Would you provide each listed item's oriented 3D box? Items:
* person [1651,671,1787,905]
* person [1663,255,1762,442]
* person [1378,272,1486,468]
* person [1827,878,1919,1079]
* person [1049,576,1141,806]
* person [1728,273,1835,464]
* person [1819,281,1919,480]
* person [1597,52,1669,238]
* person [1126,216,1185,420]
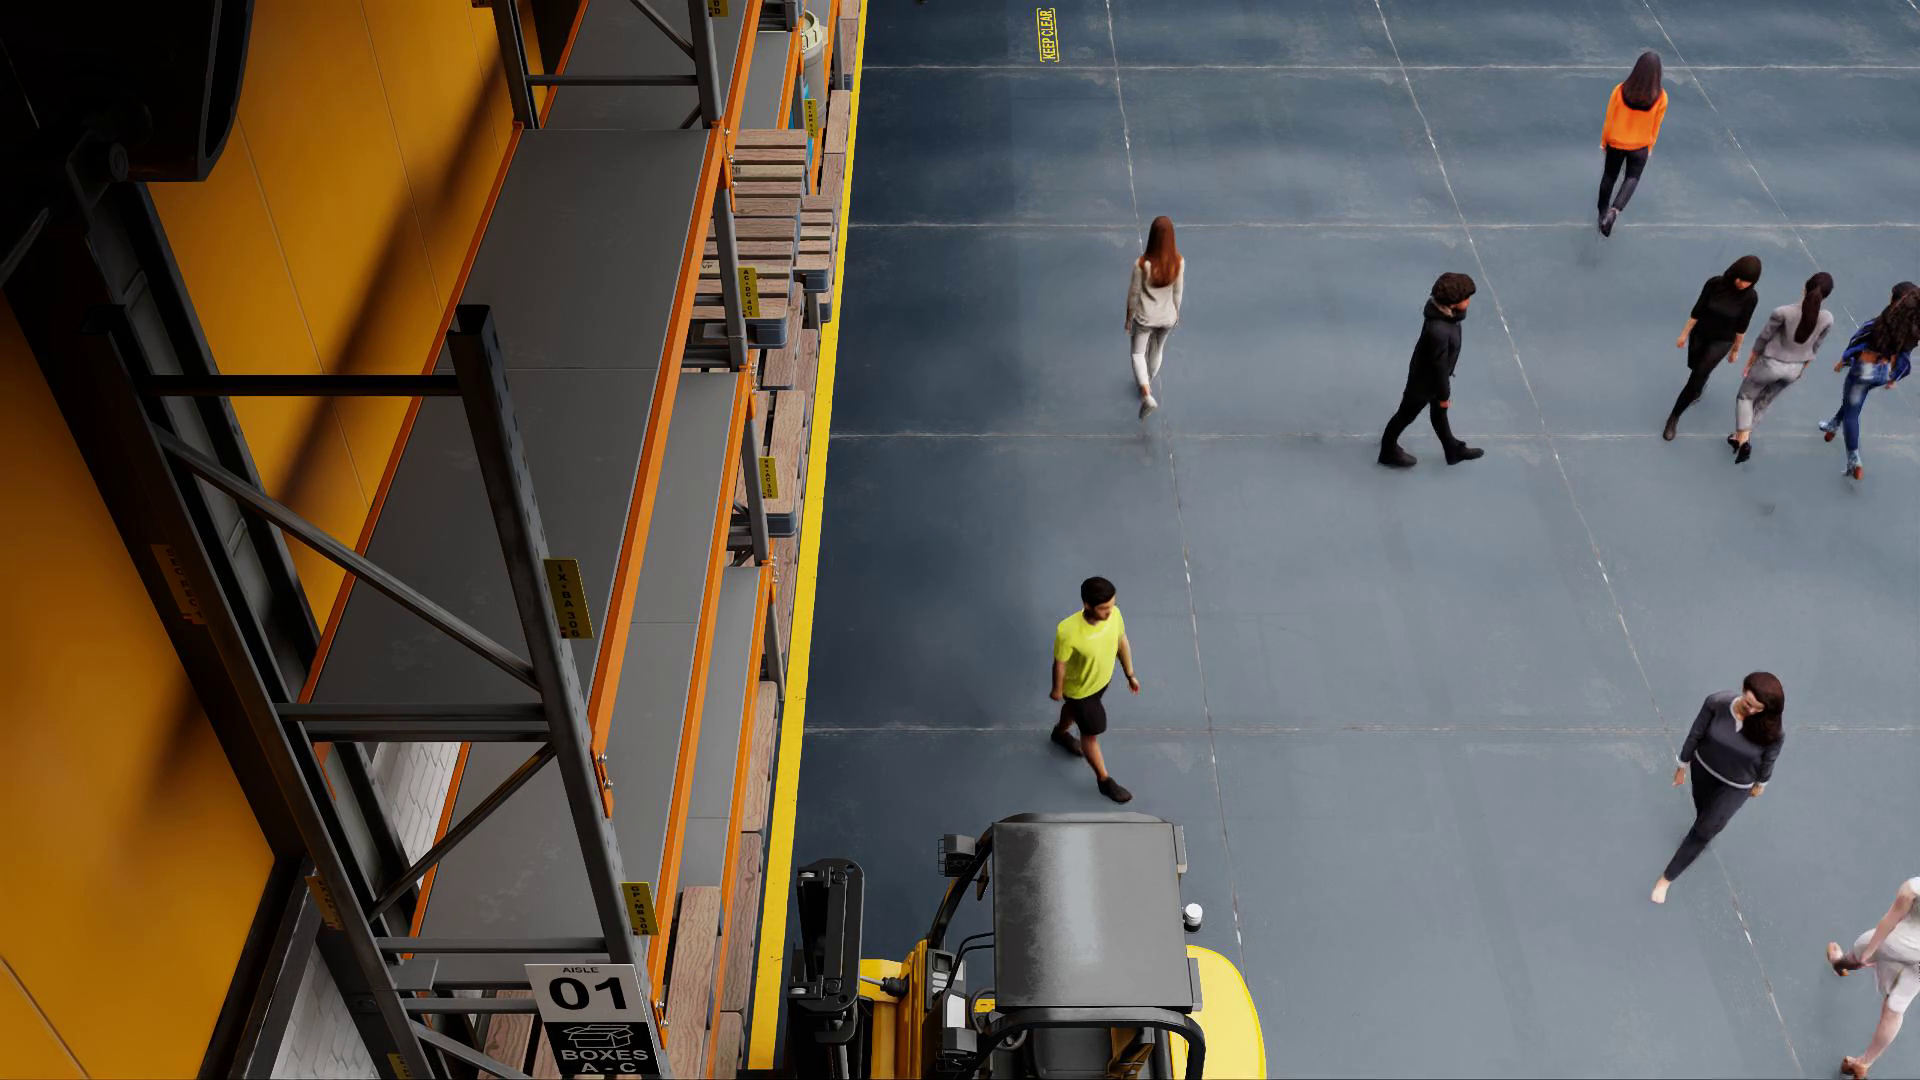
[{"bbox_3d":[4.454,1.284,9.648,1.056,1.719,1.121,32,52,29],"label":"person"},{"bbox_3d":[5.774,-1.580,12.743,0.994,1.597,1.112,33,52,29],"label":"person"},{"bbox_3d":[3.372,-1.221,12.258,0.897,1.746,1.025,12,45,12],"label":"person"},{"bbox_3d":[4.914,2.230,8.634,0.746,1.747,1.140,8,44,9],"label":"person"},{"bbox_3d":[0.721,0.812,10.210,1.072,1.627,1.013,34,53,31],"label":"person"},{"bbox_3d":[6.060,-1.204,12.308,0.678,1.651,0.821,2,44,2],"label":"person"},{"bbox_3d":[6.749,-1.173,12.319,0.647,1.591,1.018,-3,44,-3],"label":"person"},{"bbox_3d":[5.836,-3.419,14.573,0.838,1.735,0.954,20,47,20],"label":"person"},{"bbox_3d":[1.506,-1.670,12.765,0.682,1.696,0.973,-6,44,-6],"label":"person"}]
